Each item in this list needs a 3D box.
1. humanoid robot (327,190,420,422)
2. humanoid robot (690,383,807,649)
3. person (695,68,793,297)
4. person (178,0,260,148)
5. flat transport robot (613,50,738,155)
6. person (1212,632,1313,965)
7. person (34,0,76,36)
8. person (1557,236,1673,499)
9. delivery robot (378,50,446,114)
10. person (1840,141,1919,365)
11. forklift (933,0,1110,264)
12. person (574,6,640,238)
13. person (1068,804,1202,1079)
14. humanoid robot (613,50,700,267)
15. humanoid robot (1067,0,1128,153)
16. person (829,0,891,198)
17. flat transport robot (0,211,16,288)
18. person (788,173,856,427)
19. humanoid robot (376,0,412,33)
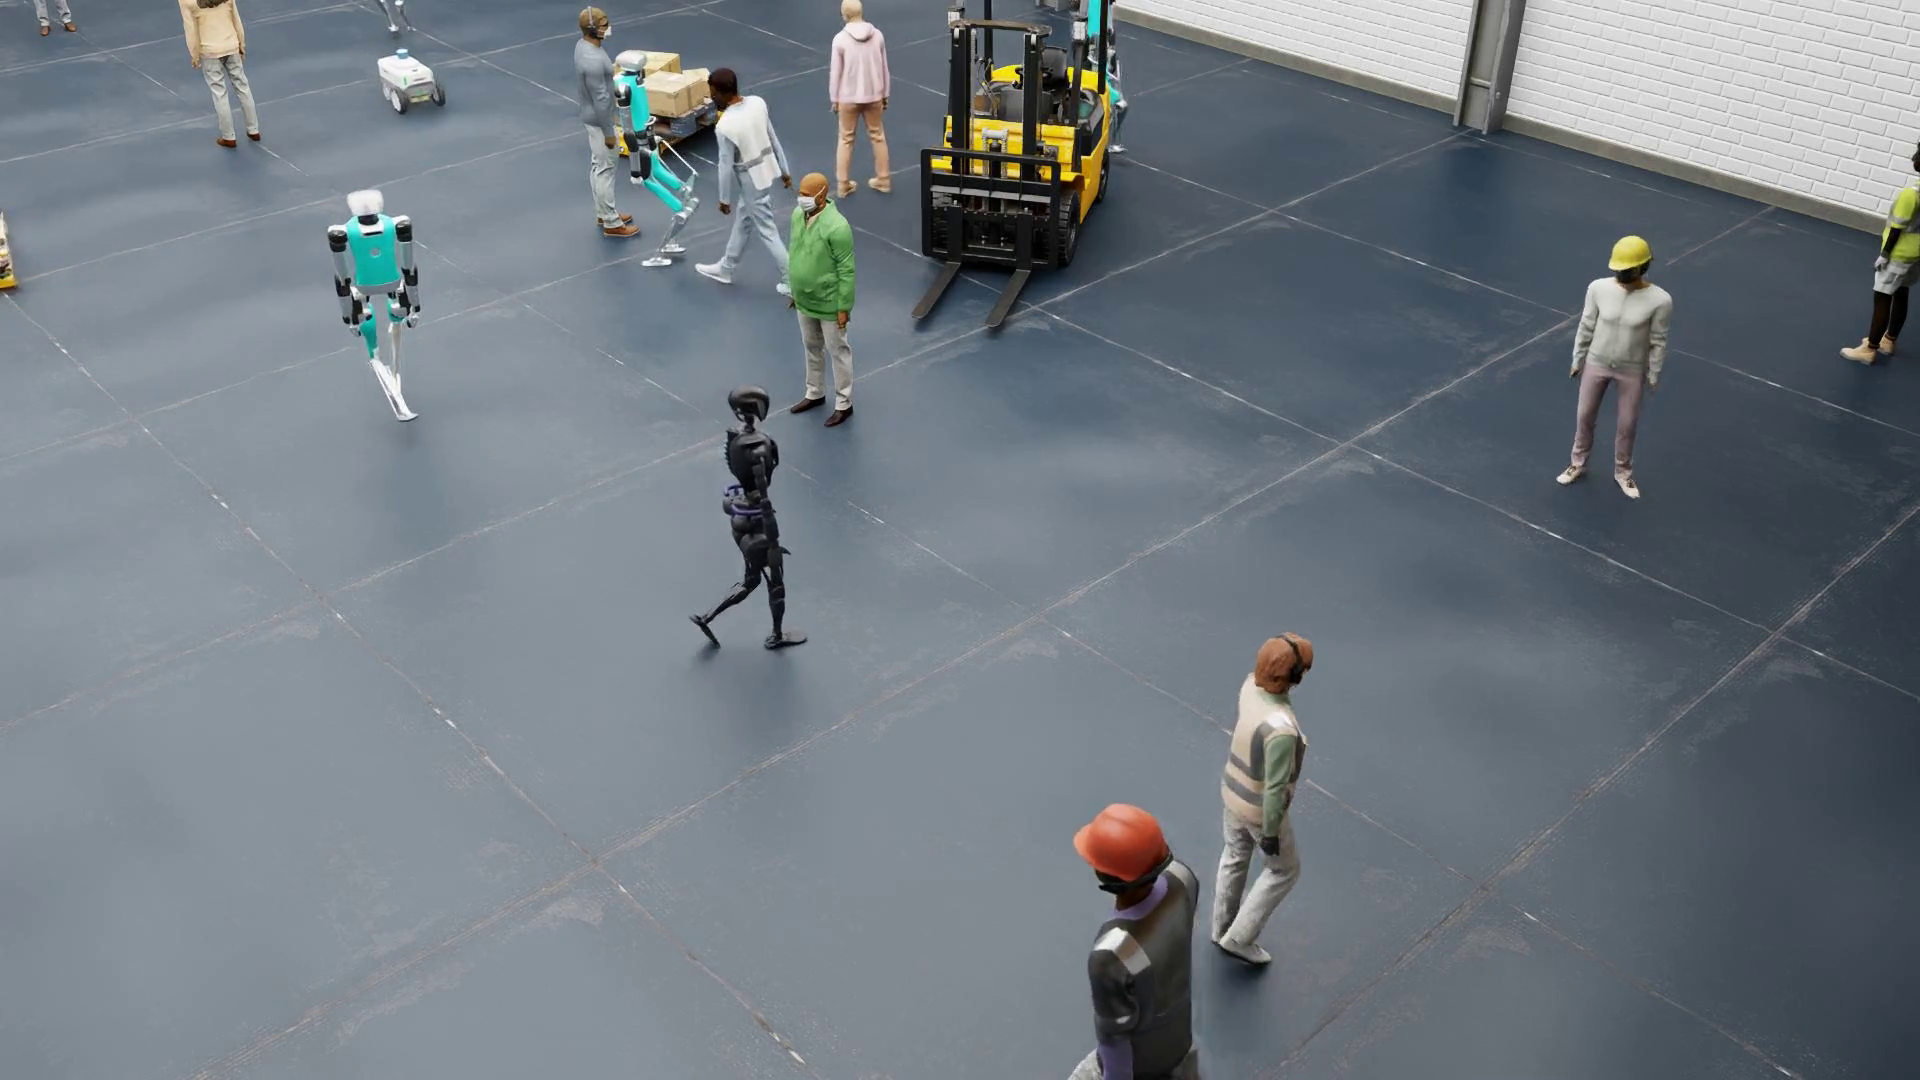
[{"bbox_3d":[-3.983,-1.655,11.364,0.543,1.722,1.015,-15,36,-22],"label":"humanoid robot"},{"bbox_3d":[-1.188,-0.090,9.034,0.631,1.630,0.602,-11,35,-17],"label":"humanoid robot"},{"bbox_3d":[-1.685,-2.798,13.025,0.977,1.846,0.671,11,35,17],"label":"person"},{"bbox_3d":[-7.100,-4.704,15.933,0.410,1.877,0.554,27,42,35],"label":"person"},{"bbox_3d":[-2.950,-4.131,16.523,0.659,0.231,1.431,15,36,21],"label":"flat transport robot"},{"bbox_3d":[1.298,1.123,7.210,0.369,1.609,0.533,-8,34,-12],"label":"person"},{"bbox_3d":[-10.636,-6.695,19.192,0.470,1.651,0.331,-18,37,-25],"label":"person"},{"bbox_3d":[4.179,-1.080,10.486,0.638,1.741,0.338,18,37,26],"label":"person"},{"bbox_3d":[-5.737,-4.783,17.255,0.499,0.587,0.772,-23,40,-31],"label":"delivery robot"},{"bbox_3d":[6.856,-2.098,12.094,0.535,1.694,0.320,-21,39,-29],"label":"person"},{"bbox_3d":[0.570,-3.725,14.138,1.214,2.155,2.313,9,34,13],"label":"forklift"},{"bbox_3d":[-3.019,-3.531,14.072,0.373,1.940,0.627,-11,35,-16],"label":"person"},{"bbox_3d":[0.695,1.774,5.875,1.016,1.995,0.613,25,41,33],"label":"person"},{"bbox_3d":[-2.394,-3.068,13.530,0.681,1.789,0.549,3,33,5],"label":"humanoid robot"},{"bbox_3d":[1.392,-4.398,15.619,0.546,1.739,1.044,-24,40,-32],"label":"humanoid robot"},{"bbox_3d":[-0.880,-3.919,14.824,0.553,1.771,0.414,-12,35,-18],"label":"person"},{"bbox_3d":[-8.276,-2.386,13.840,0.659,0.231,1.431,-16,36,-23],"label":"flat transport robot"},{"bbox_3d":[-0.946,-1.640,11.305,0.549,1.783,0.384,24,40,32],"label":"person"},{"bbox_3d":[-6.563,-6.637,19.038,0.542,1.781,0.883,-4,33,-7],"label":"humanoid robot"}]
